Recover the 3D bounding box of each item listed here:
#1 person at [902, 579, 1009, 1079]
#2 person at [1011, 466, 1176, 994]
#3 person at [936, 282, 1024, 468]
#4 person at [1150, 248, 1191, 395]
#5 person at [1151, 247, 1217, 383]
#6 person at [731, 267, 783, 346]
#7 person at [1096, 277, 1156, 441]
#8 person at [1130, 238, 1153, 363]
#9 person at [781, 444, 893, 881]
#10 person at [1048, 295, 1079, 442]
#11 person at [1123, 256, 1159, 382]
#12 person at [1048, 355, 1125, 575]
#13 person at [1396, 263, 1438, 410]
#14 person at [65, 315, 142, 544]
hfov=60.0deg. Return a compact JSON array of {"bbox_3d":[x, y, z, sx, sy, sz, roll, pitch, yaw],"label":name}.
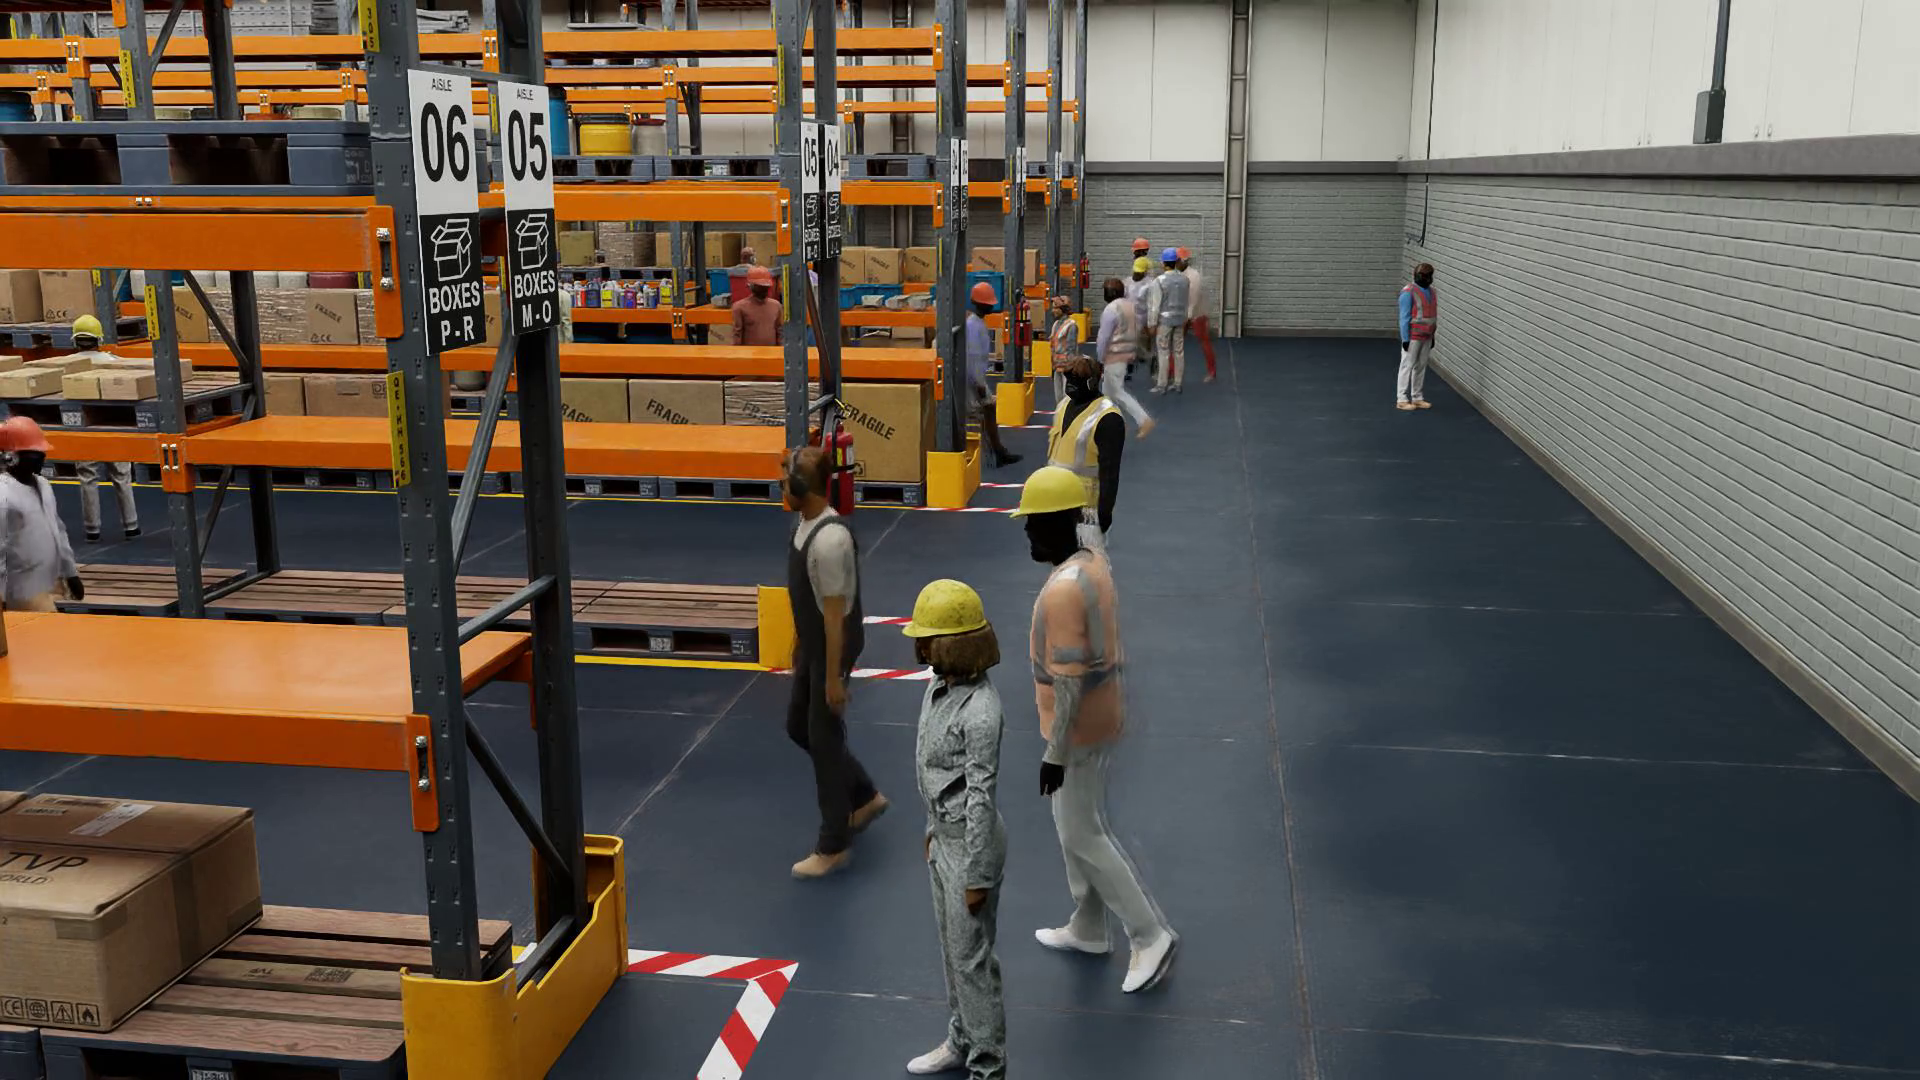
[{"bbox_3d":[-0.021,0.966,5.221,0.320,1.737,0.487,-3,13,-14],"label":"person"},{"bbox_3d":[0.503,0.677,6.163,0.672,1.894,0.646,2,13,10],"label":"person"},{"bbox_3d":[0.150,-1.634,16.626,0.956,1.874,0.569,3,13,12],"label":"person"},{"bbox_3d":[2.799,-2.914,22.238,0.601,1.948,0.386,-8,15,-31],"label":"person"},{"bbox_3d":[3.231,-3.165,23.493,0.921,1.918,0.648,-6,14,-27],"label":"person"},{"bbox_3d":[-2.091,-1.877,17.524,0.638,1.978,0.459,-11,17,-41],"label":"person"},{"bbox_3d":[1.804,-1.997,18.424,0.810,1.815,0.656,6,14,24],"label":"person"},{"bbox_3d":[2.830,-3.739,25.992,0.376,1.933,0.551,4,13,16],"label":"person"},{"bbox_3d":[-0.522,0.503,7.095,0.473,1.824,0.609,-3,13,-15],"label":"person"},{"bbox_3d":[1.139,-1.850,18.164,0.313,1.631,0.524,-5,13,-20],"label":"person"},{"bbox_3d":[2.551,-3.125,23.554,0.723,1.785,0.620,-8,15,-31],"label":"person"},{"bbox_3d":[0.768,-0.252,10.492,0.429,1.837,0.634,-6,14,-27],"label":"person"},{"bbox_3d":[5.750,-2.545,20.849,0.624,1.835,0.431,-10,16,-38],"label":"person"},{"bbox_3d":[-6.905,-0.881,13.322,0.593,1.832,0.403,-5,14,-23],"label":"person"}]
